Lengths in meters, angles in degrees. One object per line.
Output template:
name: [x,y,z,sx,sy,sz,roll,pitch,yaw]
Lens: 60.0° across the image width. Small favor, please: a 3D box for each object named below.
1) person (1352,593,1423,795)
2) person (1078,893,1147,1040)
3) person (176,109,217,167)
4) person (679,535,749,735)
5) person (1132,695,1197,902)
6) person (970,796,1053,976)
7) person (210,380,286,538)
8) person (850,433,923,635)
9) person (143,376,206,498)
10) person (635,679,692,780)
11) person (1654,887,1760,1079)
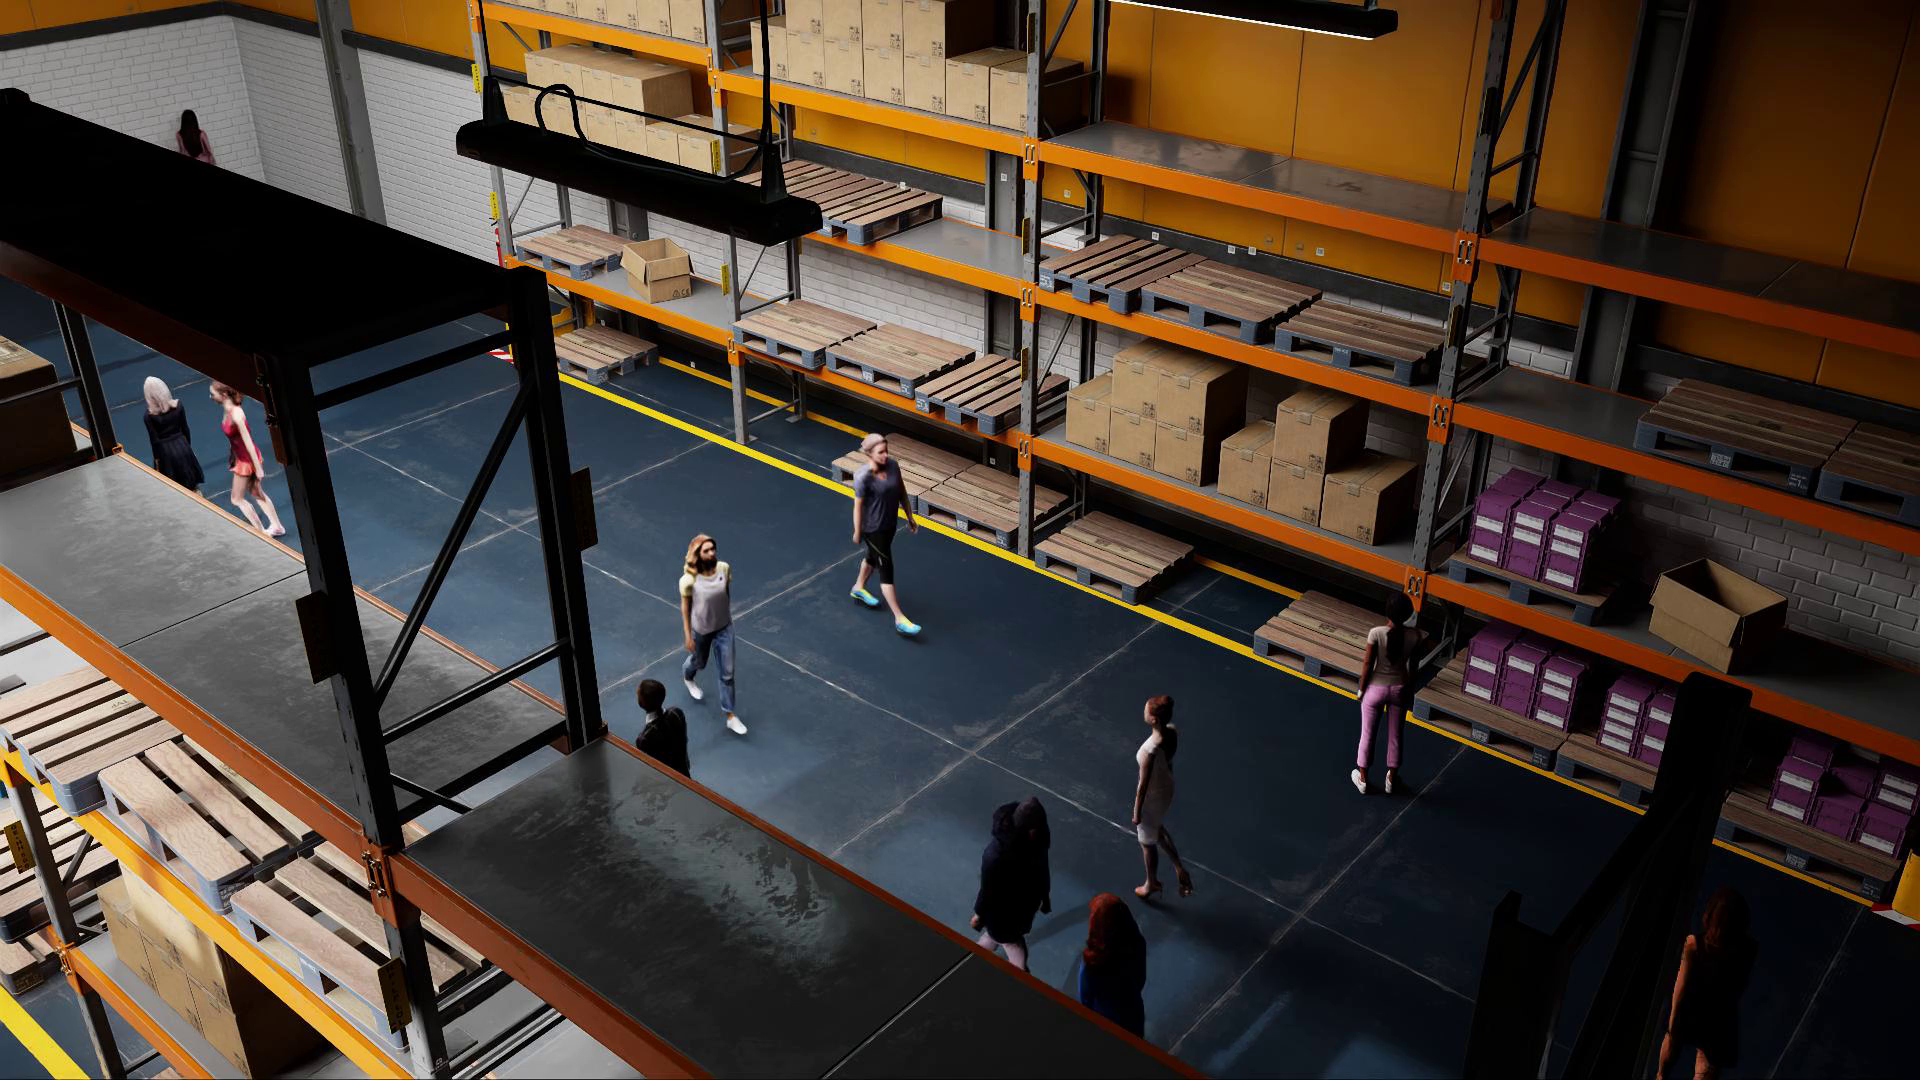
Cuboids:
person: [3.233,1.153,12.606,0.635,1.741,0.718,1,29,1]
person: [0.912,2.817,9.485,0.732,1.809,0.760,-12,31,-21]
person: [-11.295,-5.483,24.698,0.702,1.811,0.737,-5,29,-9]
person: [-2.085,0.704,13.489,0.799,1.683,1.221,-21,35,-33]
person: [1.422,1.816,11.346,0.772,1.783,0.628,18,33,29]
person: [0.258,2.296,10.643,1.022,1.613,0.691,23,36,36]
person: [-6.833,-0.767,16.138,0.785,1.729,0.707,-16,32,-26]
person: [-0.776,-0.115,14.834,1.212,1.833,0.668,21,35,34]
person: [-7.623,-0.779,16.142,0.595,1.747,0.622,17,33,29]
person: [-1.921,1.789,11.406,1.232,1.774,0.755,18,33,29]
person: [4.262,2.828,9.482,1.144,1.792,0.959,7,29,13]
